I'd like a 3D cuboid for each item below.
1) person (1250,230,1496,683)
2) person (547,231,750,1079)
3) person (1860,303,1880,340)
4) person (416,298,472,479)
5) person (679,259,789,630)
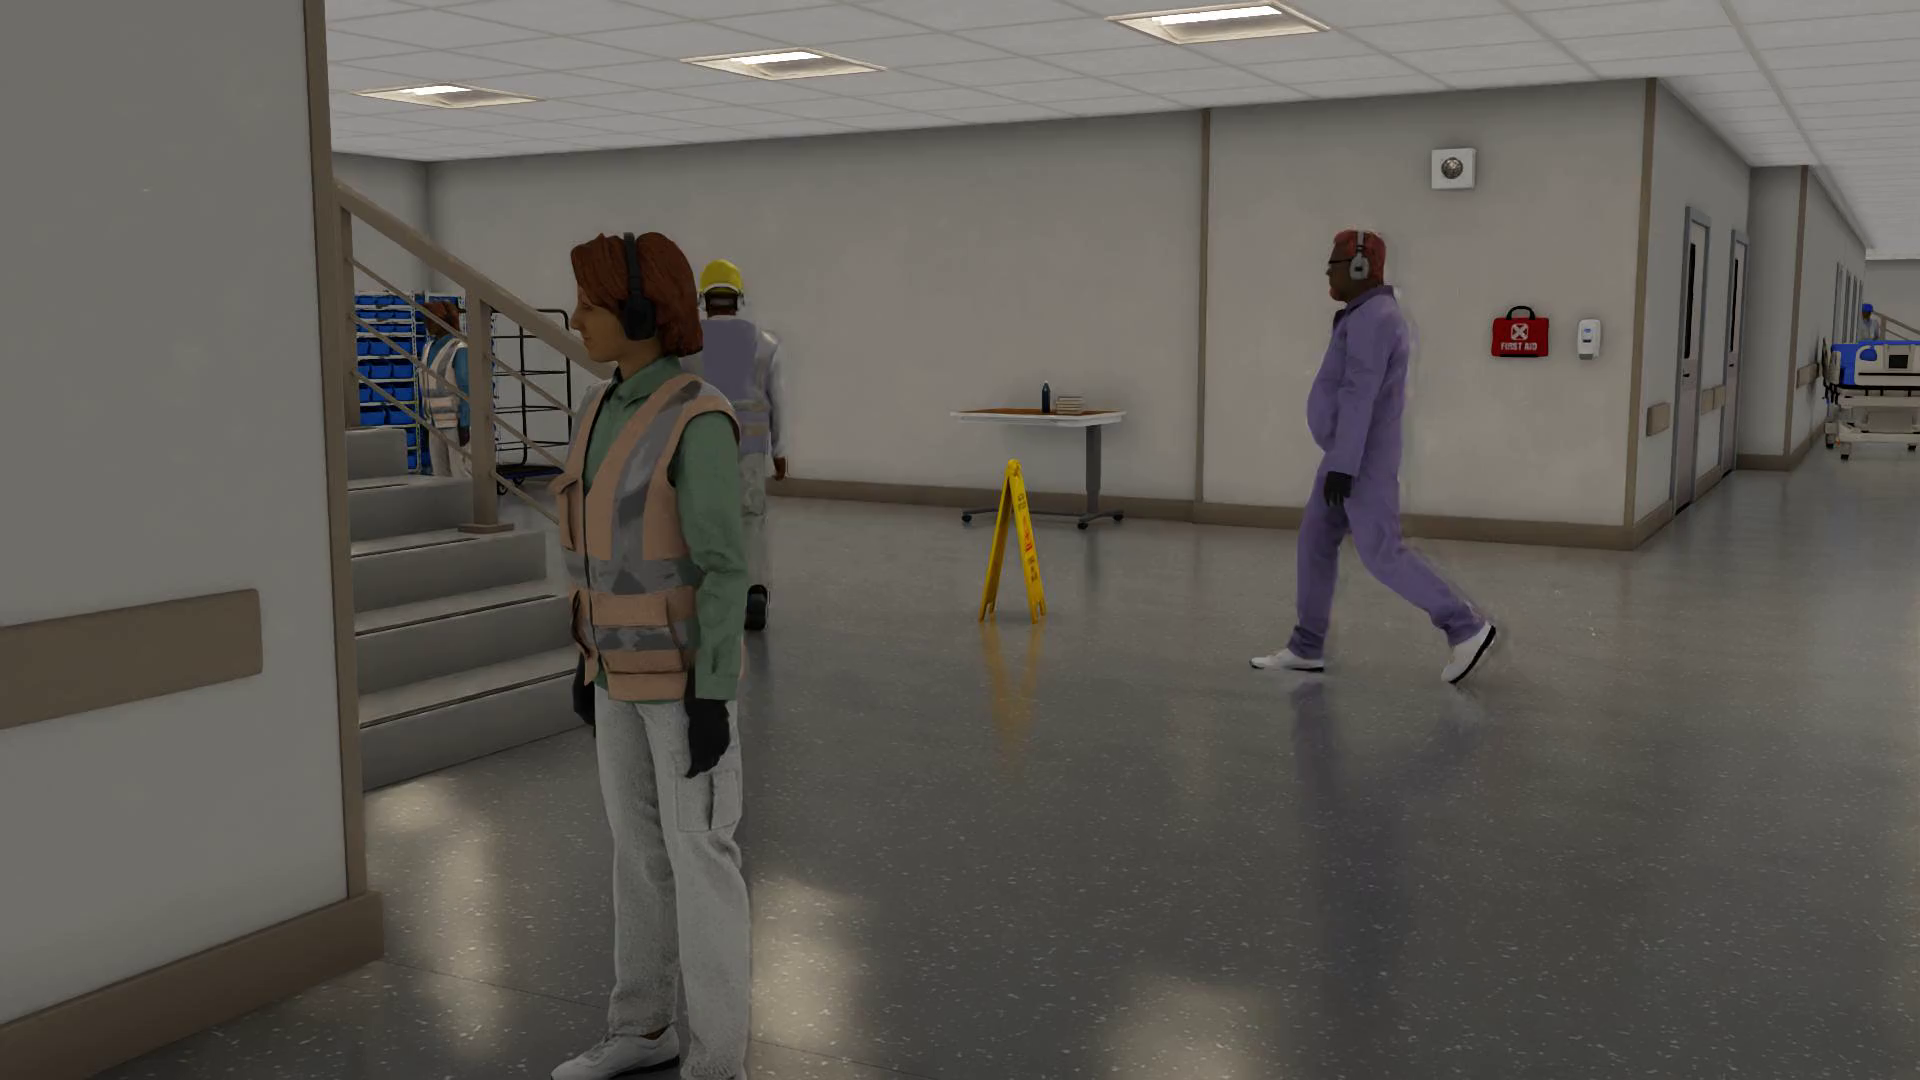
[{"bbox_3d":[1.720,-0.341,6.851,0.910,1.868,0.632,1,7,8],"label":"person"},{"bbox_3d":[-0.557,0.266,3.052,0.314,1.636,0.515,-6,9,-37],"label":"person"},{"bbox_3d":[19.351,-4.117,35.669,0.611,1.921,0.728,-1,7,-5],"label":"person"},{"bbox_3d":[-3.295,-0.729,10.706,0.522,1.636,0.310,7,10,43],"label":"person"},{"bbox_3d":[-1.123,-0.468,8.093,0.604,1.803,0.871,-2,8,-17],"label":"person"}]
